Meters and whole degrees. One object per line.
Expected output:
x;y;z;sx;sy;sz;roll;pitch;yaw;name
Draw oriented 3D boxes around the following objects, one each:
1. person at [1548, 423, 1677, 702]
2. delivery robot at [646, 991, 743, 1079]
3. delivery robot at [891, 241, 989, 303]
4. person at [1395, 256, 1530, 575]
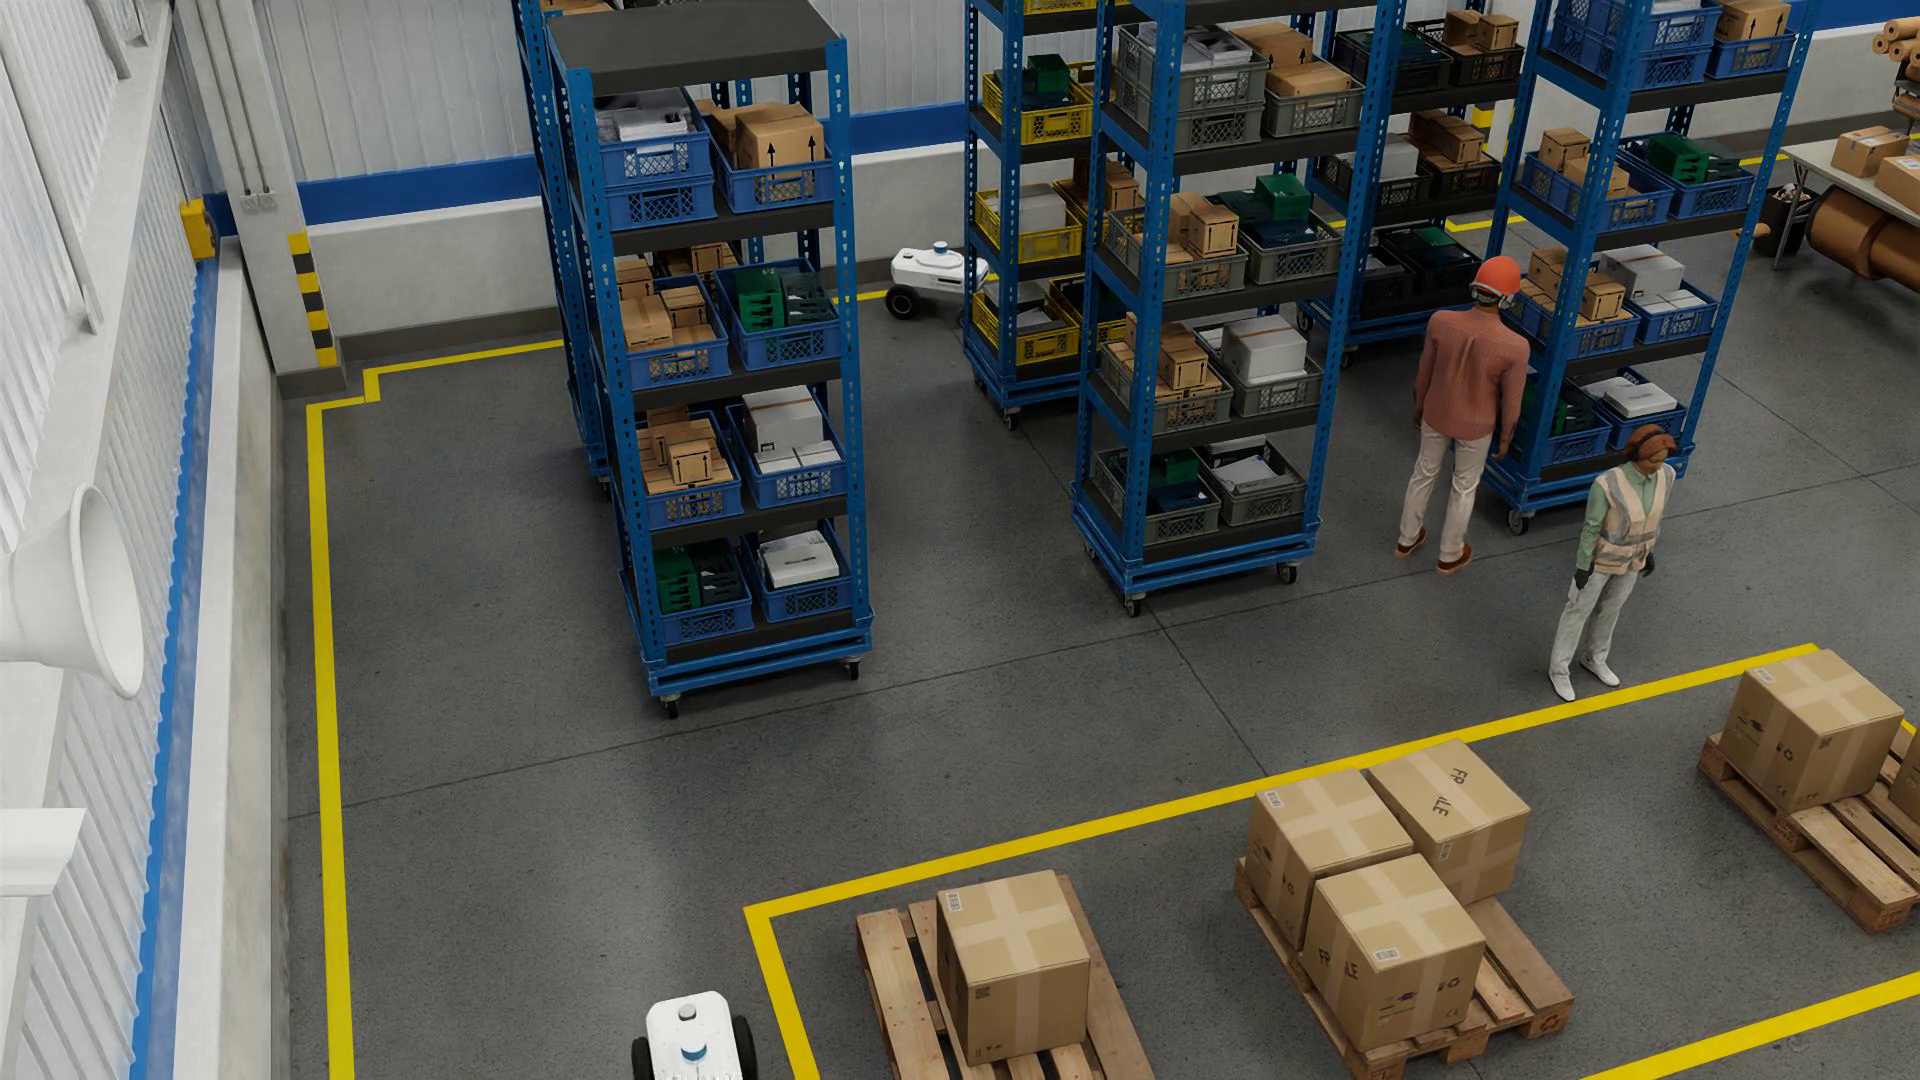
3.418;0.105;8.703;0.511;1.639;0.308;-14;37;-19;person
-1.045;2.160;6.646;0.477;0.478;0.707;-9;36;-13;delivery robot
-0.145;-2.018;12.569;0.707;0.478;0.477;10;36;14;delivery robot
2.900;-0.705;9.564;0.623;1.982;0.416;23;41;29;person
